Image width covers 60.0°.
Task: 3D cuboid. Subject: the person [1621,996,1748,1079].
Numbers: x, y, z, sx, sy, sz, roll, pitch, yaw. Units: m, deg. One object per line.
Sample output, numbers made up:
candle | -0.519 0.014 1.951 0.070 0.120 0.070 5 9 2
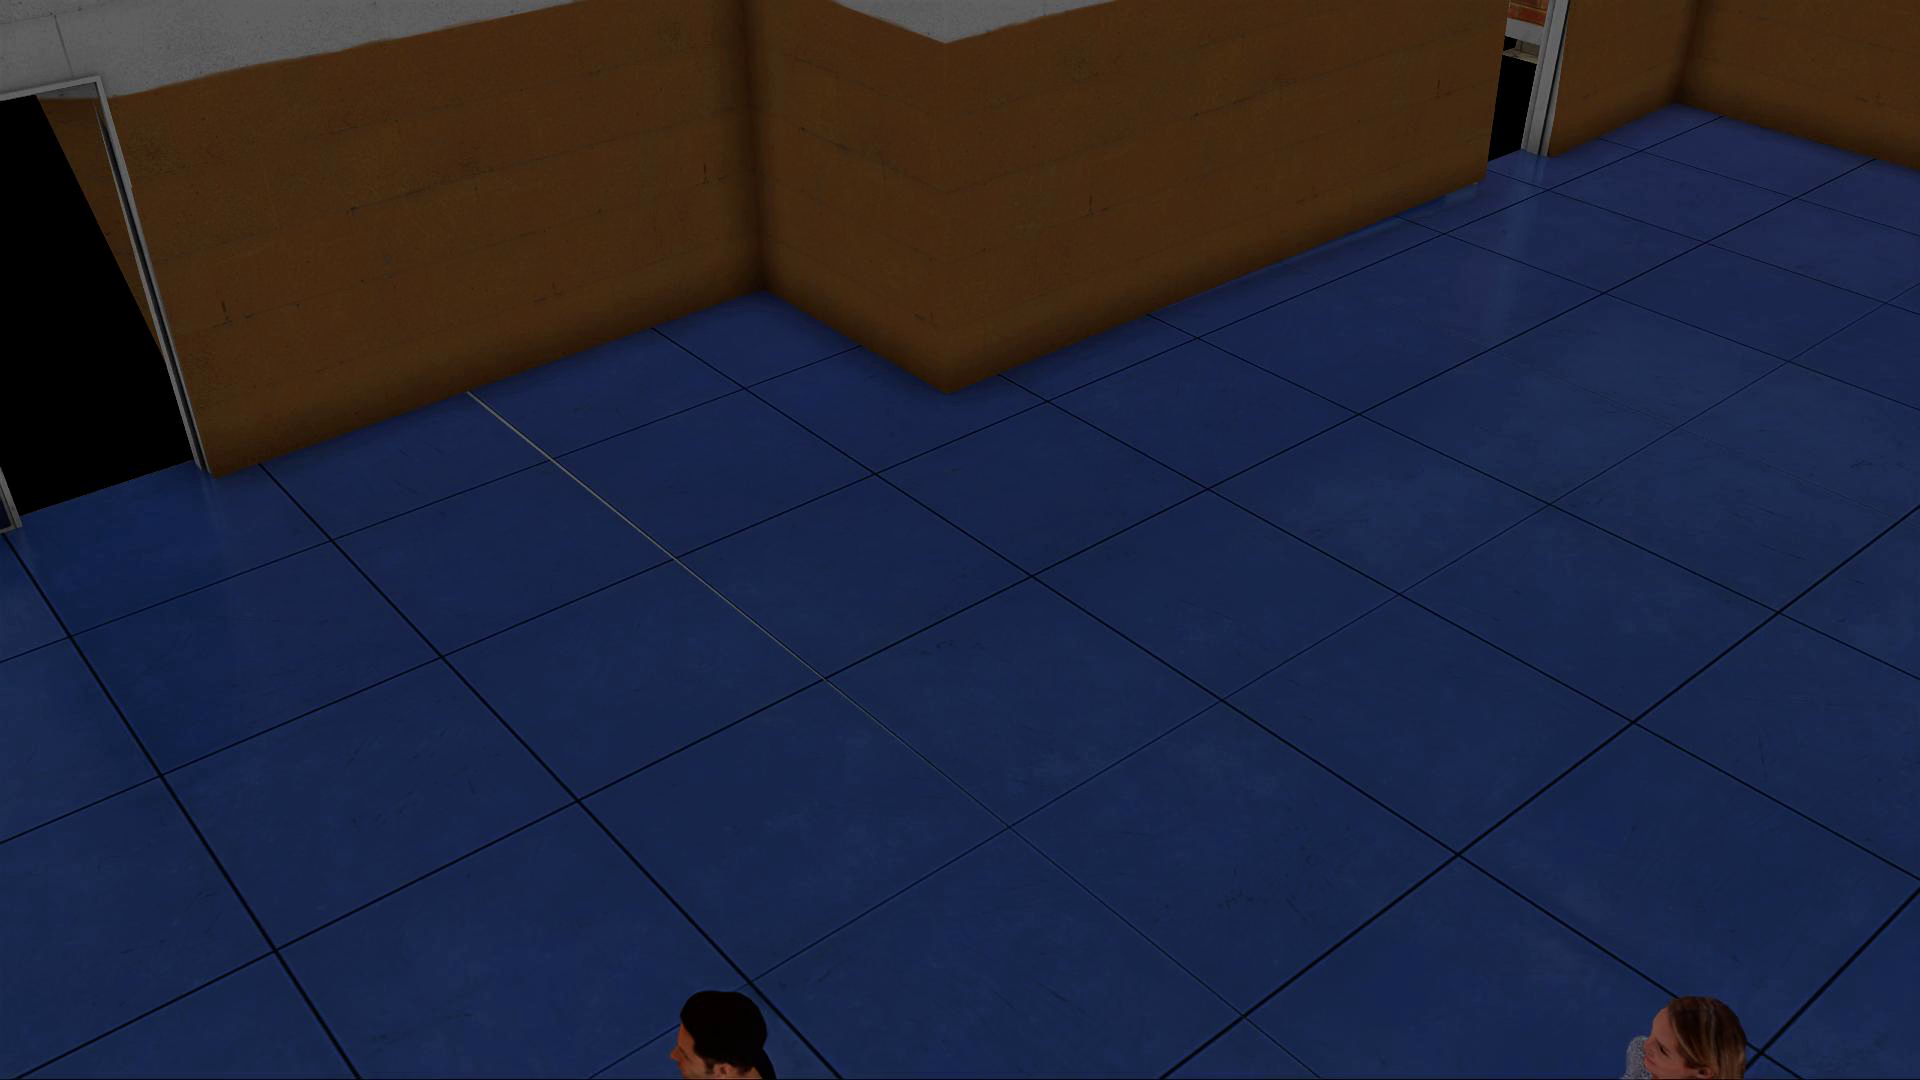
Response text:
person | 1.913 1.874 4.509 0.846 1.781 0.801 -2 34 -3

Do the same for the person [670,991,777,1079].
person | -0.552 1.866 4.431 0.783 1.855 0.629 -8 35 -12
